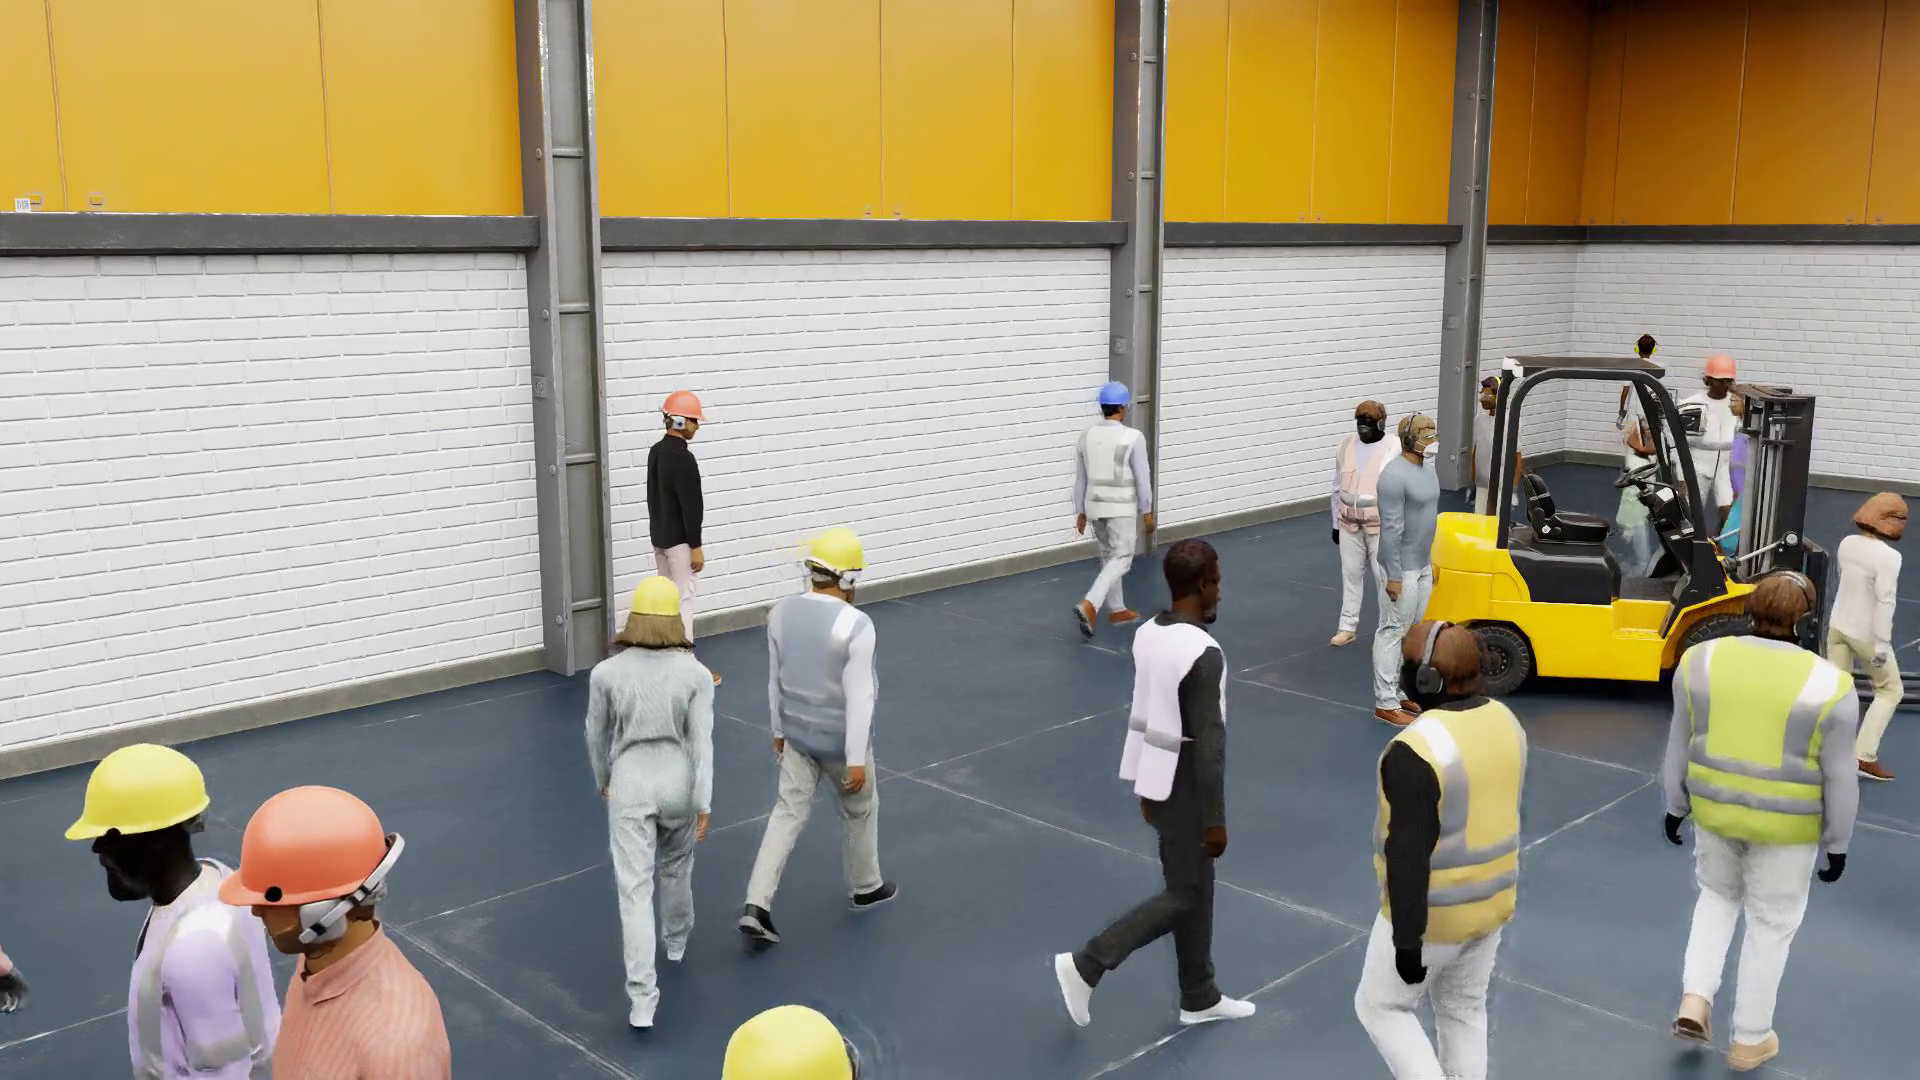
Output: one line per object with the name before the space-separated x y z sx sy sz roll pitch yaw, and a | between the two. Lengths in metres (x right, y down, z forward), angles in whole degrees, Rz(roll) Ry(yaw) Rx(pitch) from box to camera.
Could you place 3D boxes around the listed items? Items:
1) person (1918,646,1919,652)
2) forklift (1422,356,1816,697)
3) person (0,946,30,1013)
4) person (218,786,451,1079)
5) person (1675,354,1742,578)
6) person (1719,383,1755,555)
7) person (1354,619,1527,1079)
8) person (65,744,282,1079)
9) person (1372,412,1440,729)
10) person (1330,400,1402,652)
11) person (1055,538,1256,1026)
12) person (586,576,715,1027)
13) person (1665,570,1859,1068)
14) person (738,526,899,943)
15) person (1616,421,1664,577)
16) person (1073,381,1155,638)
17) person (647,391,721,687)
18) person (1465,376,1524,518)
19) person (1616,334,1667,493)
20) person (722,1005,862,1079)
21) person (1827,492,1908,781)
person | 7.080 -0.107 11.769 0.379 1.952 0.600 3 11 14
forklift | 4.276 -0.101 11.076 2.313 2.155 1.214 2 11 13
person | -2.834 1.274 4.514 0.992 1.853 0.655 -2 11 -13
person | -1.175 1.433 3.270 0.392 1.990 0.612 -7 13 -35
person | 6.439 -0.580 14.190 0.686 2.006 0.799 0 10 0
person | 6.387 -0.356 13.468 0.441 1.823 0.610 4 11 21
person | 1.512 1.152 5.235 0.630 1.828 0.432 -8 13 -36
person | -1.824 1.381 3.857 0.973 1.870 0.623 -4 11 -21
person | 2.767 0.177 10.257 0.372 1.940 0.631 7 13 35
person | 2.969 -0.102 12.086 0.623 1.835 0.431 9 14 41
person | 0.754 0.939 6.227 0.748 1.896 0.621 -2 11 -13
person | -1.200 0.990 6.525 0.492 1.684 0.954 -3 11 -14
person | 2.877 1.011 5.995 0.652 1.831 0.434 10 15 44
person | -0.625 0.829 7.141 0.597 1.790 0.930 7 13 35
person | 5.113 -0.121 12.744 0.503 1.615 0.515 6 12 28
person | 1.105 -0.231 12.553 0.620 1.923 0.854 9 14 42
person | -1.866 -0.001 11.102 0.401 1.984 0.612 -7 12 -33
person | 4.386 -0.418 13.708 0.335 1.865 0.520 -6 12 -30
person | 7.920 -1.454 19.345 0.532 1.868 0.310 2 11 9
person | -0.249 1.615 3.031 0.937 1.716 0.530 -7 12 -33
person | 5.003 0.532 9.189 0.499 1.609 0.519 -2 11 -12
